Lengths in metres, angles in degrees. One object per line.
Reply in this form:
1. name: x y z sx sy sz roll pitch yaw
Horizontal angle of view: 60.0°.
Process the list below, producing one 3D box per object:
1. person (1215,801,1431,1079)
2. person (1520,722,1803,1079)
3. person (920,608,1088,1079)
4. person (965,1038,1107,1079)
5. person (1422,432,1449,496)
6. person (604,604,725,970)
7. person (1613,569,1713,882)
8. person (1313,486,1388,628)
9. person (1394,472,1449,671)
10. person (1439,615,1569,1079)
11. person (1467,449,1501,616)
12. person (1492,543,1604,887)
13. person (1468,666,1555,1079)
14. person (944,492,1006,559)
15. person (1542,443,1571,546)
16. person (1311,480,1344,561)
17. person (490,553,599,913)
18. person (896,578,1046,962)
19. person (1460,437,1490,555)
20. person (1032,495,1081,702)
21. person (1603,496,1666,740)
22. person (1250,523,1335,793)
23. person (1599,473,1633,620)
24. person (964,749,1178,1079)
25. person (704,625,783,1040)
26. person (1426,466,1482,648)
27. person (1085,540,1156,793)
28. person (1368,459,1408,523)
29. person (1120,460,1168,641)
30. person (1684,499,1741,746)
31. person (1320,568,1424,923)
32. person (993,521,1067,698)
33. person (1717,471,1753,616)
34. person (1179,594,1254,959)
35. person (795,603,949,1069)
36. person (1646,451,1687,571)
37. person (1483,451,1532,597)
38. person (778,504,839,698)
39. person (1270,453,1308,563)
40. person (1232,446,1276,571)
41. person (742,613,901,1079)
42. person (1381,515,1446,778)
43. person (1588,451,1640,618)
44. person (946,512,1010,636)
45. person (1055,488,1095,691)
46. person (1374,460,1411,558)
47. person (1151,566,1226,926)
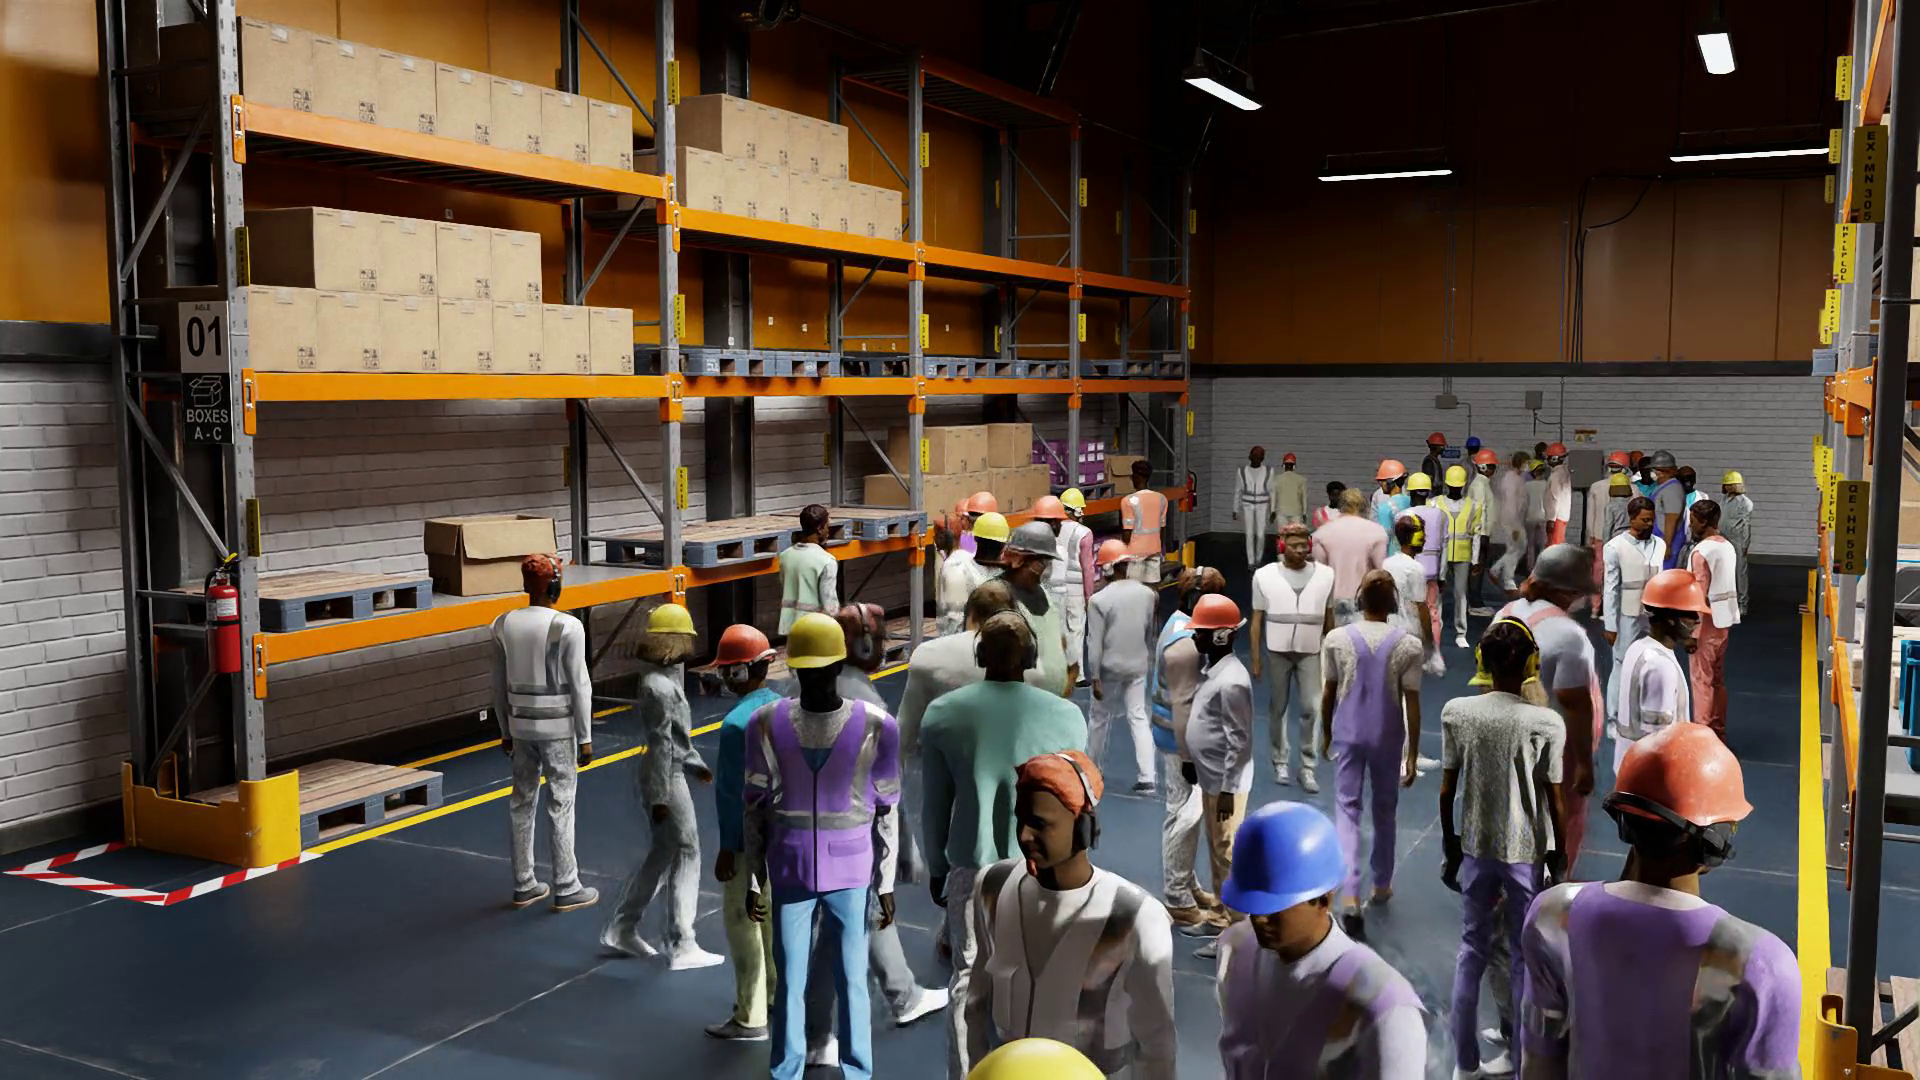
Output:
1. person: 0.817 1.472 3.701 0.993 1.891 0.630 -4 7 -35
2. person: 1.501 1.403 3.561 0.378 2.045 0.605 -5 7 -40
3. person: 0.164 1.219 6.173 0.629 1.932 0.378 1 5 11
4. person: 0.087 1.592 2.149 0.586 1.928 0.364 1 5 13
5. person: 7.248 -0.626 25.433 0.404 2.038 0.605 3 6 26
6. person: -1.428 1.159 7.927 0.563 1.717 0.503 -2 6 -17
7. person: 3.186 1.090 7.572 0.388 1.929 0.548 1 5 14
8. person: 3.245 0.511 13.910 0.671 1.907 0.597 3 6 29
9. person: 4.361 0.320 15.842 0.594 1.924 0.382 -2 6 -20
10. person: 2.100 1.222 6.412 0.513 1.876 0.328 4 7 36
11. person: 6.250 -0.091 19.904 0.375 1.995 0.611 1 5 15
12. person: 2.865 0.977 8.164 0.547 2.000 0.757 -2 6 -16
13. person: 2.219 1.278 6.687 0.373 1.725 0.513 4 7 38
14. person: 0.144 0.583 13.064 0.549 1.923 0.390 3 6 29
15. person: 7.919 -0.298 22.125 0.385 1.993 0.624 3 6 32
16. person: 4.253 0.154 18.917 0.546 1.680 0.452 2 6 23
17. person: -2.171 1.004 8.710 0.578 1.883 0.353 2 6 21
18. person: 0.052 1.118 7.589 0.708 1.875 1.021 -2 6 -16
19. person: 8.244 -0.690 26.712 0.613 1.933 0.419 -3 6 -27
20. person: 0.725 0.619 12.630 0.611 1.918 0.559 -4 7 -38
21. person: 5.195 0.612 12.832 0.598 1.907 0.408 -3 6 -27
22. person: 2.270 0.798 11.257 0.605 1.818 0.709 0 5 0
23. person: 7.678 0.089 19.370 0.487 1.738 0.320 -1 5 -14
24. person: 0.249 1.438 4.048 0.576 1.881 0.354 4 7 38
25. person: -0.900 1.227 7.094 0.354 1.737 0.574 2 6 16
26. person: 5.154 0.177 17.410 0.585 1.920 0.373 1 5 9
27. person: 1.071 0.855 11.300 0.575 1.716 0.789 -3 6 -28
28. person: 4.931 0.010 19.286 0.402 1.906 0.652 4 7 36
29. person: 1.936 0.123 17.747 0.606 1.966 0.367 -4 7 -36
30. person: 5.590 0.649 12.414 0.405 1.909 0.597 5 7 43
31. person: 2.111 1.048 8.576 0.520 1.818 0.828 1 6 15
32. person: 0.302 0.869 9.324 0.591 2.000 0.741 3 6 29
33. person: 9.230 0.039 19.901 0.323 1.737 0.486 -2 6 -23
34. person: 1.237 1.130 8.039 0.342 1.751 0.563 0 5 -1
35. person: -0.311 1.190 6.798 0.889 1.866 0.666 -2 6 -21
36. person: 7.873 -0.002 18.698 0.535 2.000 0.683 2 6 16
37. person: 7.109 -0.199 21.521 0.529 1.911 0.667 2 6 23
38. person: -1.077 0.701 11.818 0.393 1.913 0.589 -5 7 -43
39. person: 4.886 -0.422 24.742 0.573 1.749 0.343 0 5 2
40. person: 4.317 -0.450 24.460 0.639 1.858 0.617 2 6 16
41. person: -0.513 1.222 6.130 0.588 1.927 0.370 0 5 2
42. person: 3.227 0.747 11.742 0.509 1.847 0.557 -1 5 -14
43. person: 7.679 -0.048 19.506 0.616 1.986 0.407 5 7 43
44. person: 0.156 0.766 11.134 0.411 1.910 0.615 5 7 40
45. person: 0.988 0.445 15.075 0.591 1.824 0.404 5 7 44
46. person: 4.200 0.240 16.149 0.605 2.035 0.403 -5 7 -41
47. person: 1.202 1.046 8.551 0.429 1.836 0.631 1 5 12
